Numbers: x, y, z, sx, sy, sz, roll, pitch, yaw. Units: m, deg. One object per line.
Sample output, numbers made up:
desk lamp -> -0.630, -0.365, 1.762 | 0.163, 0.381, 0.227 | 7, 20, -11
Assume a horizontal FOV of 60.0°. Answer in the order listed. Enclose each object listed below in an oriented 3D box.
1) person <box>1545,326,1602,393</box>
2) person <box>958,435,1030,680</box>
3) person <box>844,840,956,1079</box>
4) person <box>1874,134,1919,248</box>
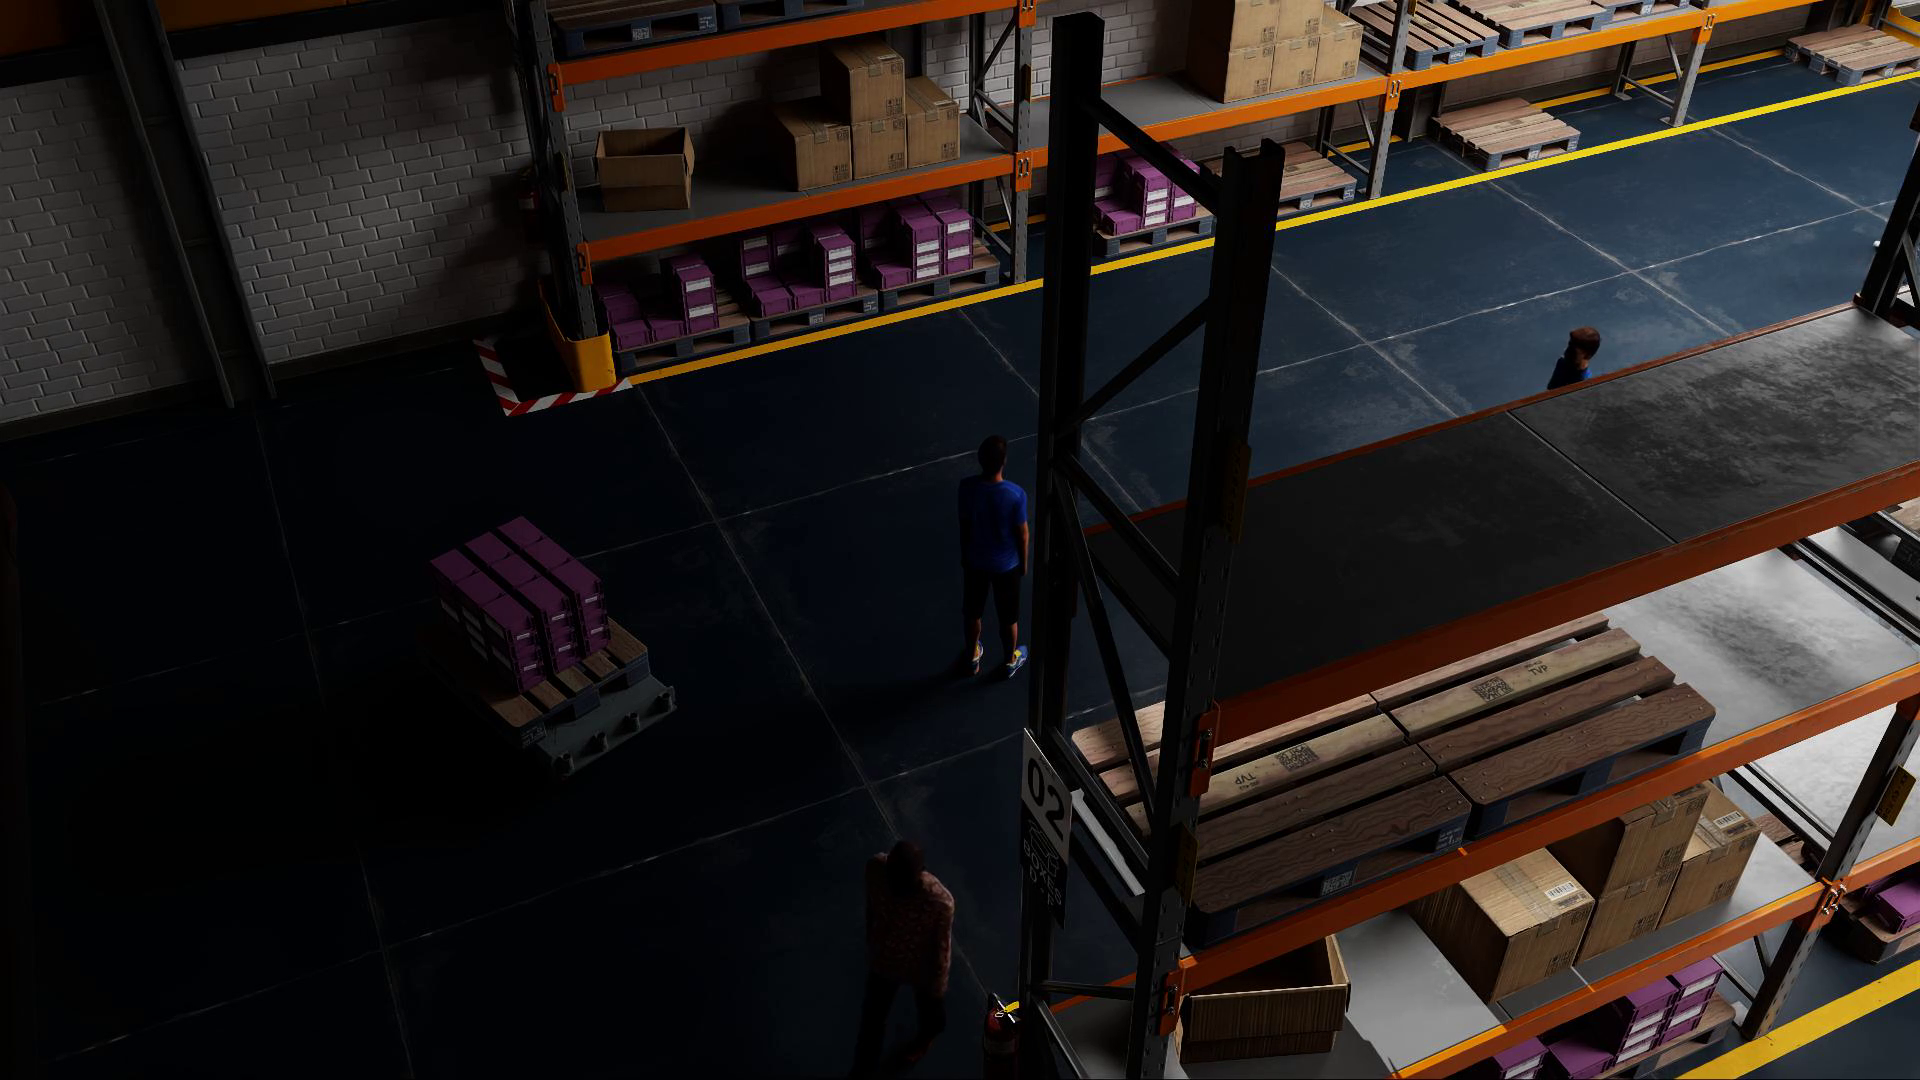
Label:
person -> 4.346, -0.707, 11.867 | 1.325, 1.828, 0.998 | -1, 39, -2
person -> 0.205, 0.129, 10.788 | 0.690, 1.869, 0.766 | 9, 40, 11
person -> -0.213, 2.051, 8.453 | 1.008, 1.780, 1.115 | 21, 43, 25
person -> 8.888, -3.370, 15.286 | 0.752, 1.723, 0.710 | 10, 40, 12
